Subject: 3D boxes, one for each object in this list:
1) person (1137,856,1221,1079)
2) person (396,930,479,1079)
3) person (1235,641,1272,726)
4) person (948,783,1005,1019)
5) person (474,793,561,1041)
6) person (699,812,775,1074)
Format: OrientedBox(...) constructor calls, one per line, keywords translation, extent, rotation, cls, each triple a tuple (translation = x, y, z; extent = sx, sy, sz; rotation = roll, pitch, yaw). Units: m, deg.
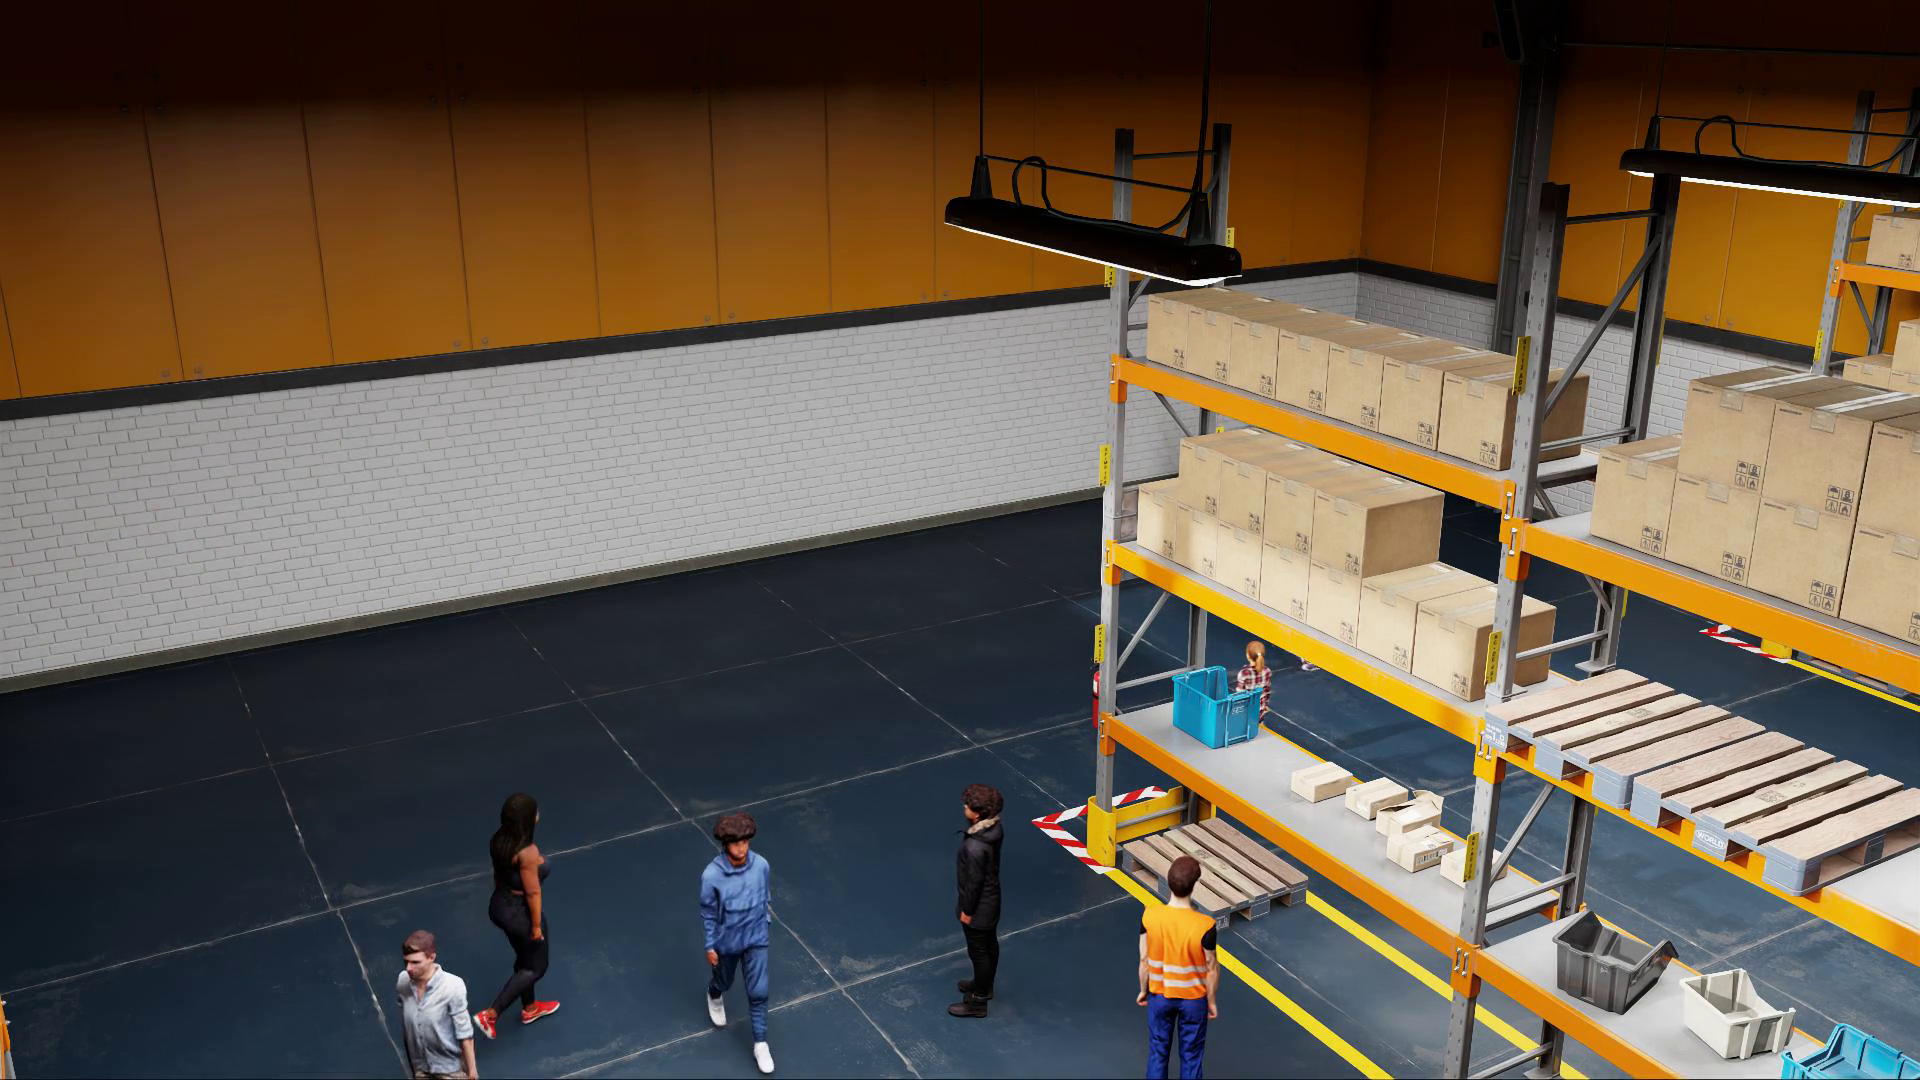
OrientedBox(translation=(1.379, 2.879, 10.529), extent=(0.782, 1.889, 0.853), rotation=(6, 20, 17), cls="person")
OrientedBox(translation=(-3.065, 3.109, 9.928), extent=(0.746, 1.836, 0.812), rotation=(6, 19, 16), cls="person")
OrientedBox(translation=(2.699, 1.552, 15.384), extent=(0.541, 1.305, 0.534), rotation=(-8, 20, -22), cls="person")
OrientedBox(translation=(0.149, 2.525, 11.750), extent=(0.794, 1.781, 0.737), rotation=(5, 19, 16), cls="person")
OrientedBox(translation=(-3.104, 2.621, 11.445), extent=(0.979, 1.792, 0.893), rotation=(17, 25, 40), cls="person")
OrientedBox(translation=(-1.551, 2.659, 11.352), extent=(0.736, 1.781, 1.153), rotation=(-8, 20, -23), cls="person")
